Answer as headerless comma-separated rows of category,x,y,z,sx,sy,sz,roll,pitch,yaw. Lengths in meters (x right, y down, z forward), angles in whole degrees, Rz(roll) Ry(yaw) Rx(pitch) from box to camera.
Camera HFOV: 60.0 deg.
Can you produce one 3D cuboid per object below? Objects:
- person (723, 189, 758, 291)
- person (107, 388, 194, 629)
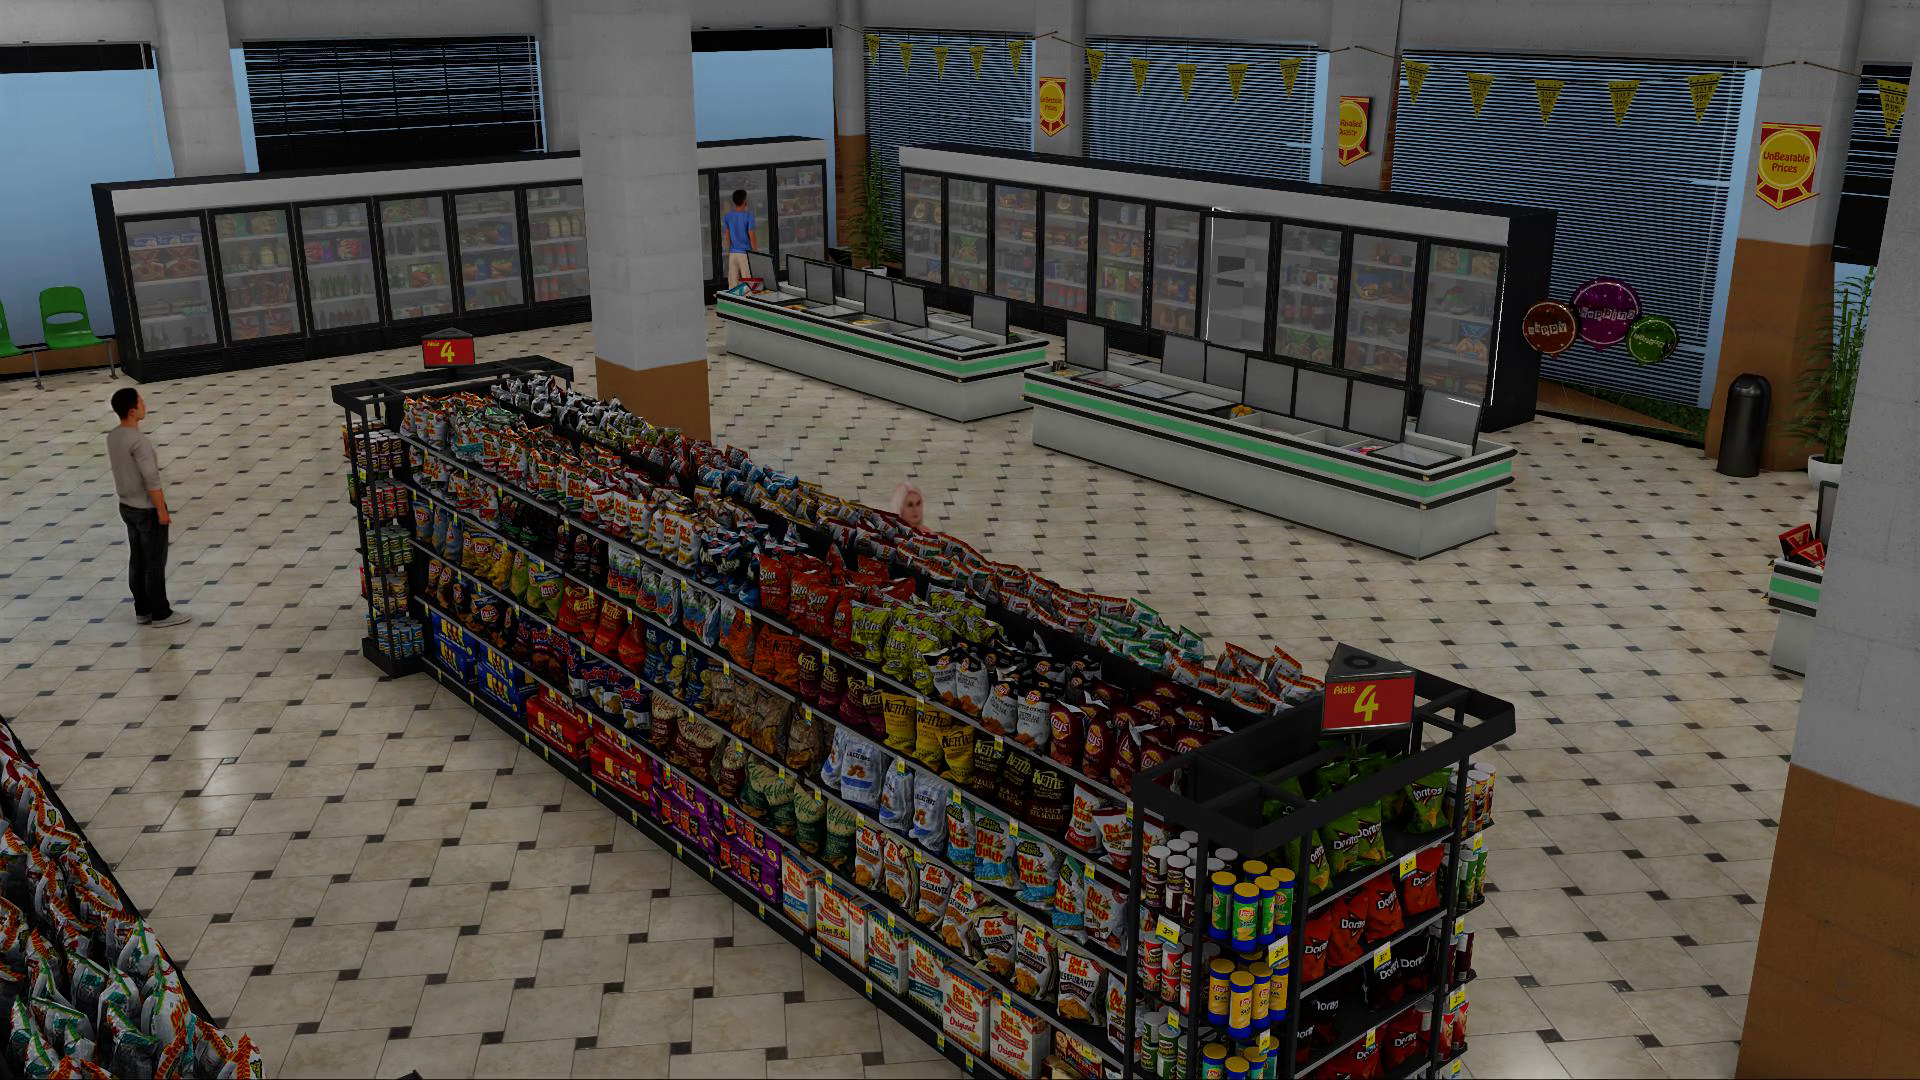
person,-3.065,-3.986,23.383,0.675,1.863,0.799,7,20,21
person,-6.091,-0.242,12.364,0.568,1.811,0.773,13,22,33
